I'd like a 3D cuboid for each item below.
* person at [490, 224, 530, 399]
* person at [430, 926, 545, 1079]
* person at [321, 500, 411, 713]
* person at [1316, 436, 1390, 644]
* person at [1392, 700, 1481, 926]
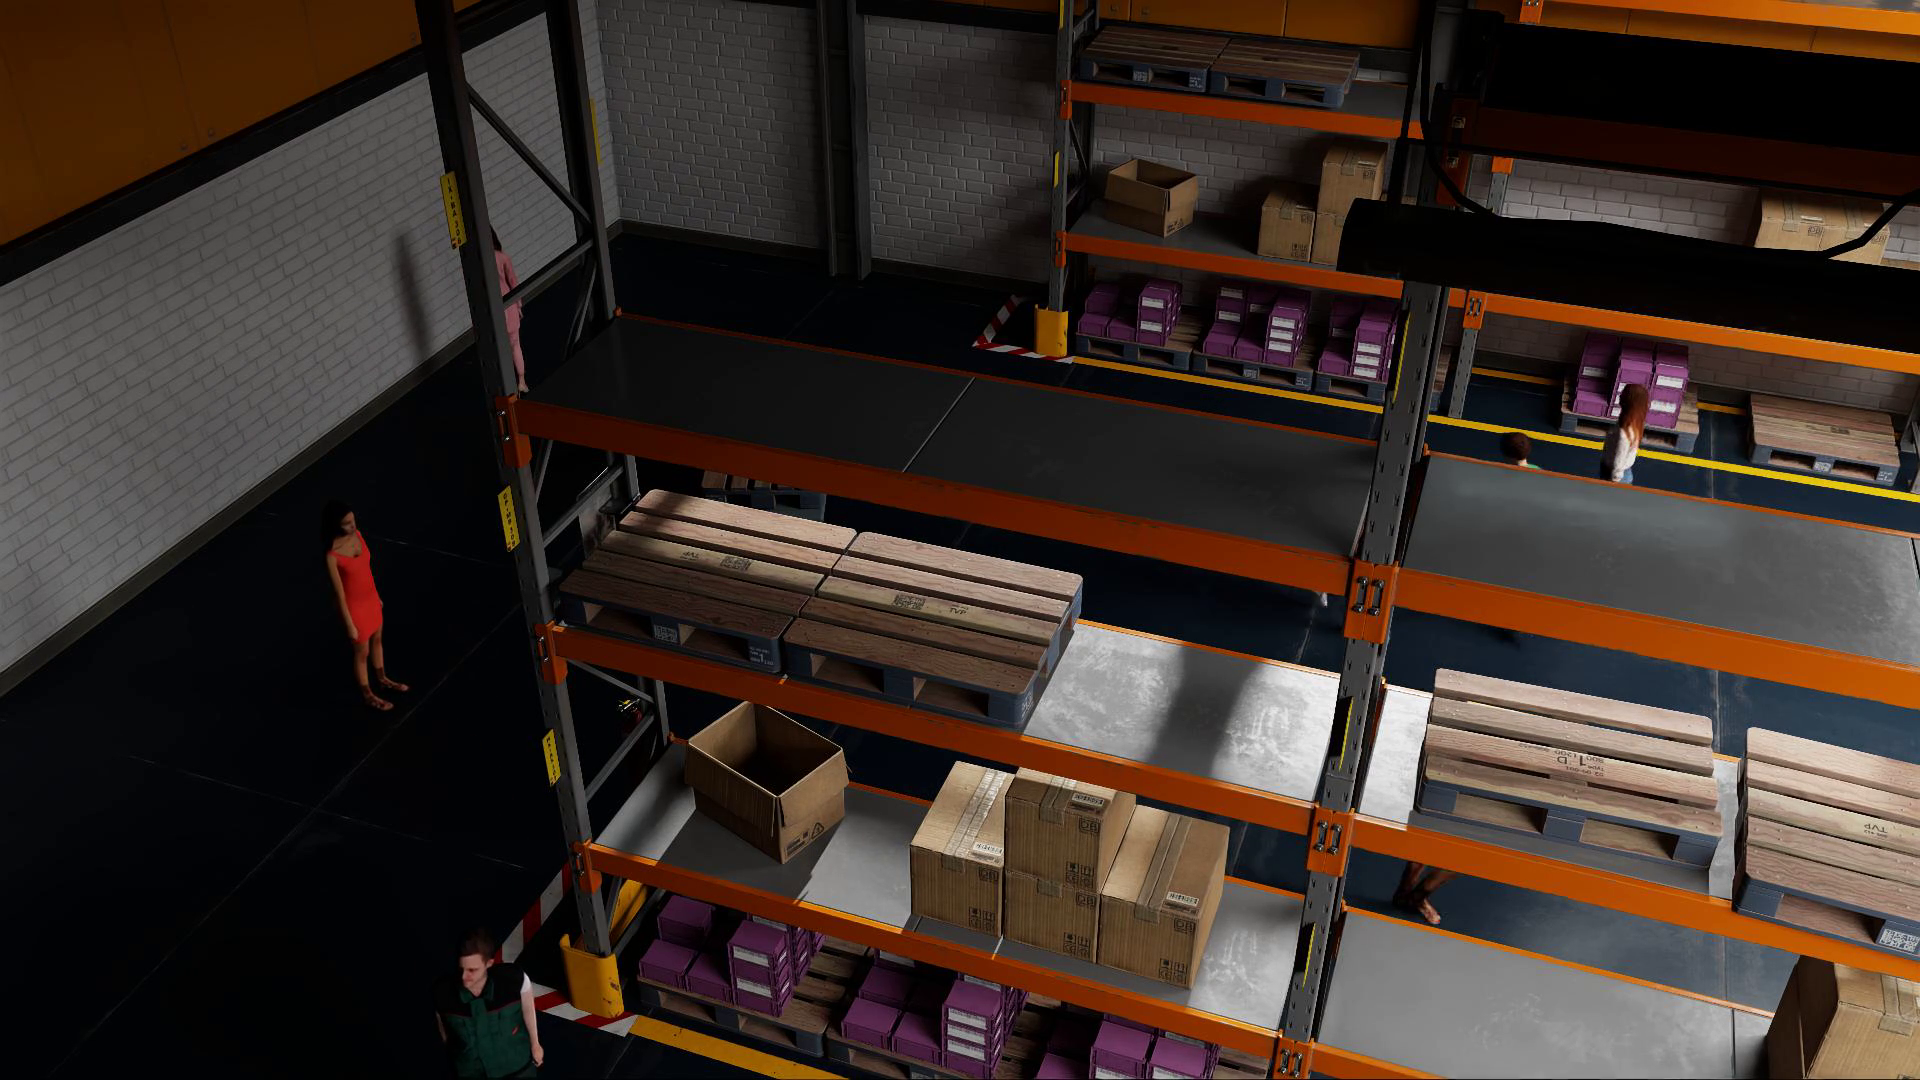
[{"bbox_3d":[-4.365,-2.152,15.686,0.656,1.803,0.745,-10,35,-15],"label":"person"},{"bbox_3d":[-2.370,2.640,8.443,0.707,1.841,0.794,-9,35,-13],"label":"person"},{"bbox_3d":[-4.293,0.460,11.832,0.574,1.719,0.615,6,34,10],"label":"person"},{"bbox_3d":[3.047,-0.069,12.592,1.058,1.759,0.819,25,41,33],"label":"person"},{"bbox_3d":[2.821,1.616,10.092,0.599,1.720,0.627,13,36,19],"label":"person"}]
